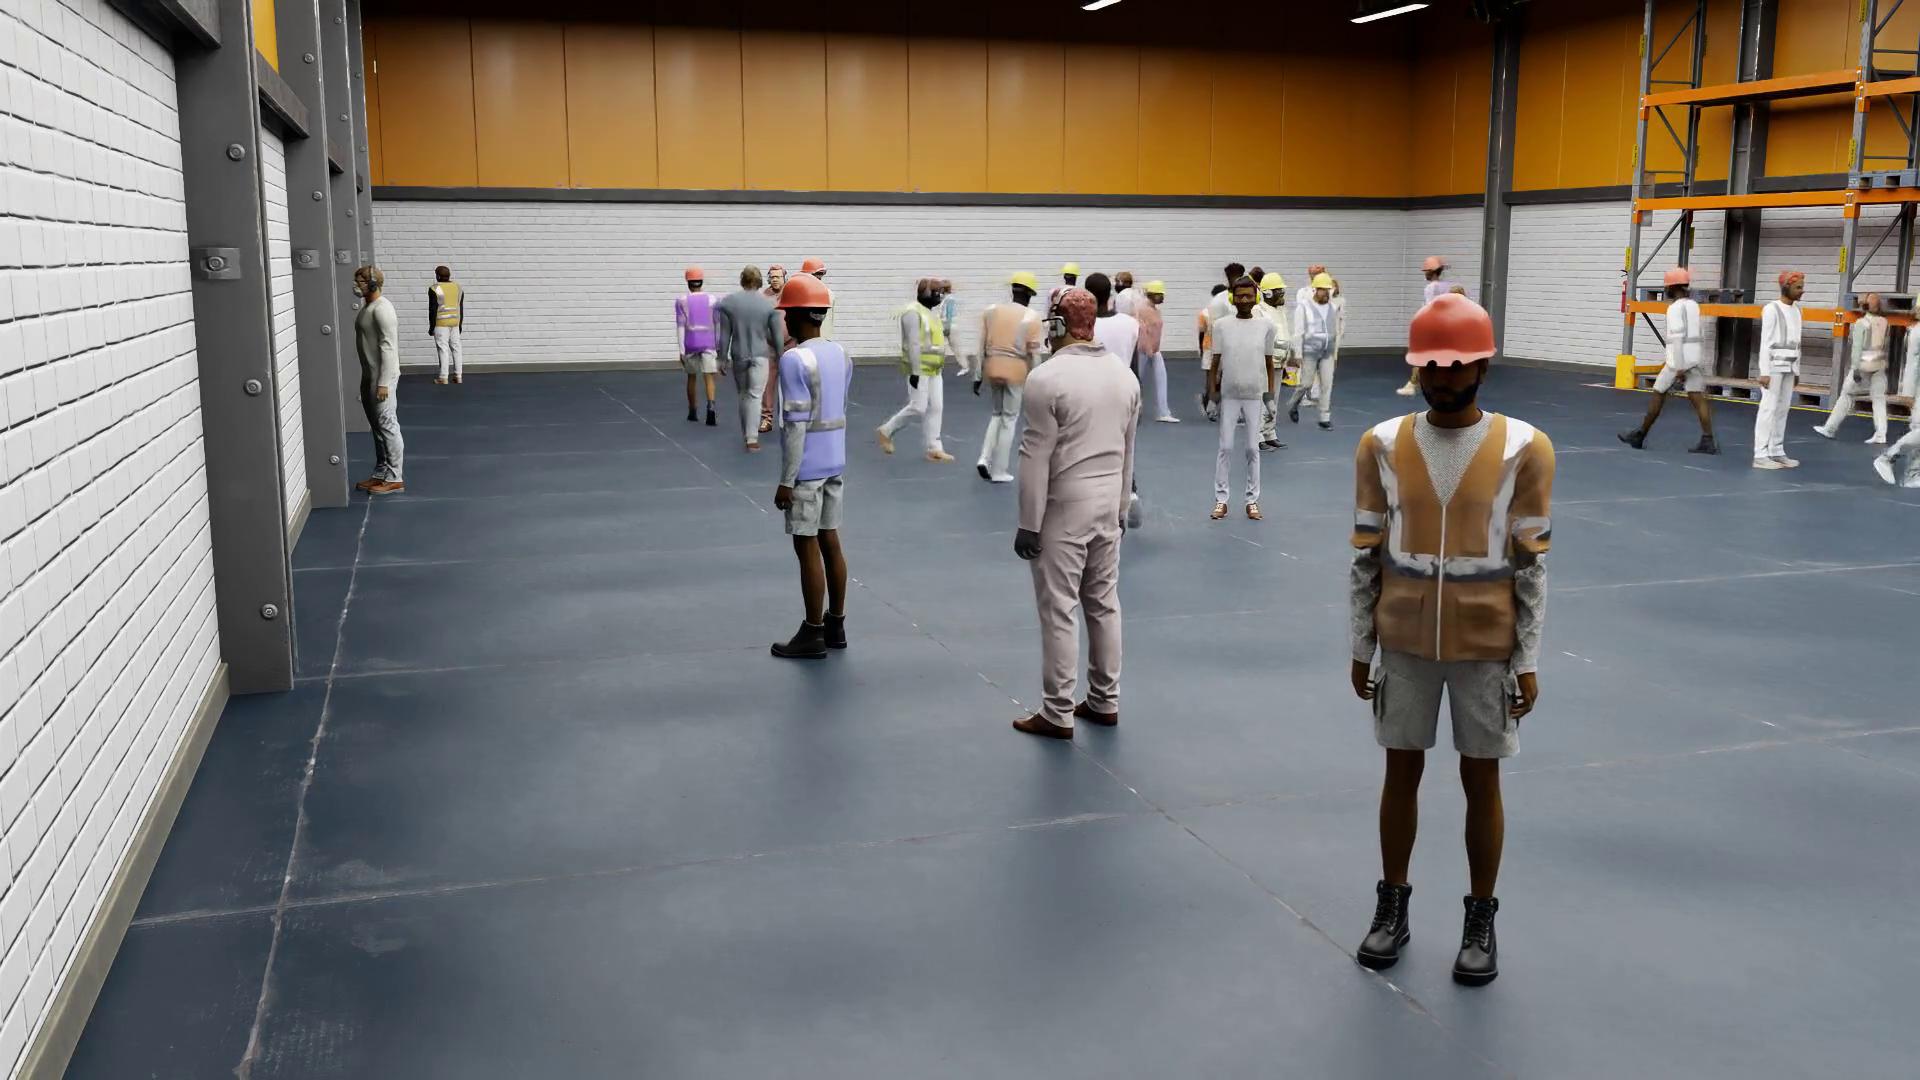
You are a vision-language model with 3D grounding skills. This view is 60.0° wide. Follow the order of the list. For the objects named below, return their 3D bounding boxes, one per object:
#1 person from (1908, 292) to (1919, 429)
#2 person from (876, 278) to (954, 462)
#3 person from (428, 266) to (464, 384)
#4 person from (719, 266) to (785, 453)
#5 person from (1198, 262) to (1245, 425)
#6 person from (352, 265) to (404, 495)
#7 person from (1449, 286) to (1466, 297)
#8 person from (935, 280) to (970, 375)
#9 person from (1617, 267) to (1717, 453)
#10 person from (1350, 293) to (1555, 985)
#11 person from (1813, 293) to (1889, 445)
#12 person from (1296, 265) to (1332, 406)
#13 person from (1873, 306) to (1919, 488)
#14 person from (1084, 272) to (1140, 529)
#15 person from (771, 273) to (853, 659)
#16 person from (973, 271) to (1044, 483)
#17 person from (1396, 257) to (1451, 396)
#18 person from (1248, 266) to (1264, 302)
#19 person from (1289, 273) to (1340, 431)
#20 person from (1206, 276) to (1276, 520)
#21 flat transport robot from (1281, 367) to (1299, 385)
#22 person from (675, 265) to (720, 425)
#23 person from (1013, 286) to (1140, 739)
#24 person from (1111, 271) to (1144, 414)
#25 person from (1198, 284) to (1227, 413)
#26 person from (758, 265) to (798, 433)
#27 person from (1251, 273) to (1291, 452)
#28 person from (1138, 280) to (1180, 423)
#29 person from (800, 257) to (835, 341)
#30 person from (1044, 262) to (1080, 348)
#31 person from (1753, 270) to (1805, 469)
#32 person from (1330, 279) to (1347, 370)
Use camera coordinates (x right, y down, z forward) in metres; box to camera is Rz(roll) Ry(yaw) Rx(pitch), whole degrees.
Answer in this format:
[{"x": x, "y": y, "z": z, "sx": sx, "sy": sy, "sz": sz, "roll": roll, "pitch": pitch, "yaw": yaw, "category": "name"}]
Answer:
[{"x": 11.295, "y": -2.279, "z": 19.176, "sx": 0.684, "sy": 2.000, "sz": 0.535, "roll": 1, "pitch": 10, "yaw": 3, "category": "person"}, {"x": -0.424, "y": -1.668, "z": 16.333, "sx": 0.734, "sy": 1.804, "sz": 0.630, "roll": 5, "pitch": 11, "yaw": 25, "category": "person"}, {"x": -8.049, "y": -3.358, "z": 26.001, "sx": 0.429, "sy": 1.844, "sz": 0.623, "roll": 7, "pitch": 12, "yaw": 35, "category": "person"}, {"x": -2.135, "y": -1.879, "z": 17.279, "sx": 0.658, "sy": 1.892, "sz": 0.957, "roll": 1, "pitch": 10, "yaw": 7, "category": "person"}, {"x": 3.183, "y": -2.354, "z": 19.920, "sx": 0.612, "sy": 1.939, "sz": 0.815, "roll": -9, "pitch": 14, "yaw": -43, "category": "person"}, {"x": -4.960, "y": -1.359, "z": 14.149, "sx": 0.372, "sy": 1.940, "sz": 0.630, "roll": -7, "pitch": 12, "yaw": -34, "category": "person"}, {"x": 6.404, "y": -2.484, "z": 21.565, "sx": 0.521, "sy": 1.610, "sz": 0.572, "roll": 4, "pitch": 11, "yaw": 22, "category": "person"}, {"x": -0.210, "y": -3.520, "z": 27.632, "sx": 0.837, "sy": 1.600, "sz": 0.525, "roll": -5, "pitch": 11, "yaw": -26, "category": "person"}, {"x": 7.340, "y": -1.839, "z": 17.062, "sx": 0.548, "sy": 1.876, "sz": 1.041, "roll": -7, "pitch": 12, "yaw": -35, "category": "person"}, {"x": 1.354, "y": 0.283, "z": 4.667, "sx": 0.542, "sy": 1.933, "sz": 0.382, "roll": 5, "pitch": 11, "yaw": 25, "category": "person"}, {"x": 9.679, "y": -1.841, "z": 17.906, "sx": 0.530, "sy": 1.604, "sz": 0.803, "roll": -4, "pitch": 11, "yaw": -22, "category": "person"}, {"x": 4.739, "y": -2.730, "z": 22.244, "sx": 0.585, "sy": 1.881, "sz": 0.343, "roll": -6, "pitch": 11, "yaw": -29, "category": "person"}, {"x": 8.306, "y": -1.297, "z": 14.396, "sx": 0.412, "sy": 1.727, "sz": 0.489, "roll": 9, "pitch": 13, "yaw": 43, "category": "person"}, {"x": 1.053, "y": -0.982, "z": 12.064, "sx": 0.622, "sy": 1.904, "sz": 0.583, "roll": -4, "pitch": 11, "yaw": -24, "category": "person"}, {"x": -0.768, "y": -0.367, "z": 8.407, "sx": 0.358, "sy": 1.937, "sz": 0.548, "roll": 4, "pitch": 11, "yaw": 24, "category": "person"}, {"x": 0.457, "y": -1.439, "z": 14.771, "sx": 0.645, "sy": 1.880, "sz": 0.499, "roll": 6, "pitch": 12, "yaw": 32, "category": "person"}, {"x": 6.761, "y": -3.009, "z": 23.569, "sx": 0.628, "sy": 1.995, "sz": 1.062, "roll": -9, "pitch": 13, "yaw": -43, "category": "person"}, {"x": 4.139, "y": -2.903, "z": 23.350, "sx": 0.532, "sy": 1.856, "sz": 0.360, "roll": -1, "pitch": 10, "yaw": -5, "category": "person"}, {"x": 4.116, "y": -2.185, "z": 19.275, "sx": 0.603, "sy": 1.814, "sz": 0.686, "roll": -3, "pitch": 10, "yaw": -18, "category": "person"}, {"x": 2.161, "y": -1.083, "z": 12.756, "sx": 0.532, "sy": 1.867, "sz": 0.315, "roll": 1, "pitch": 10, "yaw": 7, "category": "person"}, {"x": 5.159, "y": -2.570, "z": 25.979, "sx": 0.652, "sy": 0.197, "sz": 1.431, "roll": -3, "pitch": 10, "yaw": -17, "category": "flat transport robot"}, {"x": -3.117, "y": -2.331, "z": 19.902, "sx": 0.546, "sy": 1.904, "sz": 0.931, "roll": -2, "pitch": 10, "yaw": -14, "category": "person"}, {"x": 0.473, "y": -0.117, "z": 7.079, "sx": 0.640, "sy": 1.902, "sz": 0.402, "roll": -9, "pitch": 14, "yaw": -44, "category": "person"}, {"x": 2.124, "y": -2.495, "z": 21.115, "sx": 0.453, "sy": 1.812, "sz": 0.652, "roll": 6, "pitch": 12, "yaw": 31, "category": "person"}, {"x": 3.299, "y": -2.446, "z": 21.284, "sx": 0.532, "sy": 1.652, "sz": 0.876, "roll": 2, "pitch": 10, "yaw": 13, "category": "person"}, {"x": -2.061, "y": -2.168, "z": 18.921, "sx": 0.653, "sy": 1.906, "sz": 0.408, "roll": 0, "pitch": 10, "yaw": -1, "category": "person"}, {"x": 3.207, "y": -1.832, "z": 17.180, "sx": 0.404, "sy": 1.837, "sz": 0.590, "roll": 8, "pitch": 12, "yaw": 38, "category": "person"}, {"x": 2.240, "y": -2.292, "z": 20.163, "sx": 0.899, "sy": 1.722, "sz": 0.527, "roll": 8, "pitch": 13, "yaw": 39, "category": "person"}, {"x": -1.632, "y": -2.186, "z": 18.774, "sx": 0.379, "sy": 1.995, "sz": 0.612, "roll": 5, "pitch": 11, "yaw": 26, "category": "person"}, {"x": 1.496, "y": -2.816, "z": 22.665, "sx": 0.620, "sy": 1.900, "sz": 0.694, "roll": 4, "pitch": 11, "yaw": 21, "category": "person"}, {"x": 7.798, "y": -1.610, "z": 15.787, "sx": 0.576, "sy": 1.880, "sz": 0.369, "roll": -6, "pitch": 12, "yaw": -33, "category": "person"}, {"x": 5.931, "y": -3.369, "z": 26.674, "sx": 0.520, "sy": 1.620, "sz": 0.342, "roll": 2, "pitch": 10, "yaw": 14, "category": "person"}]
